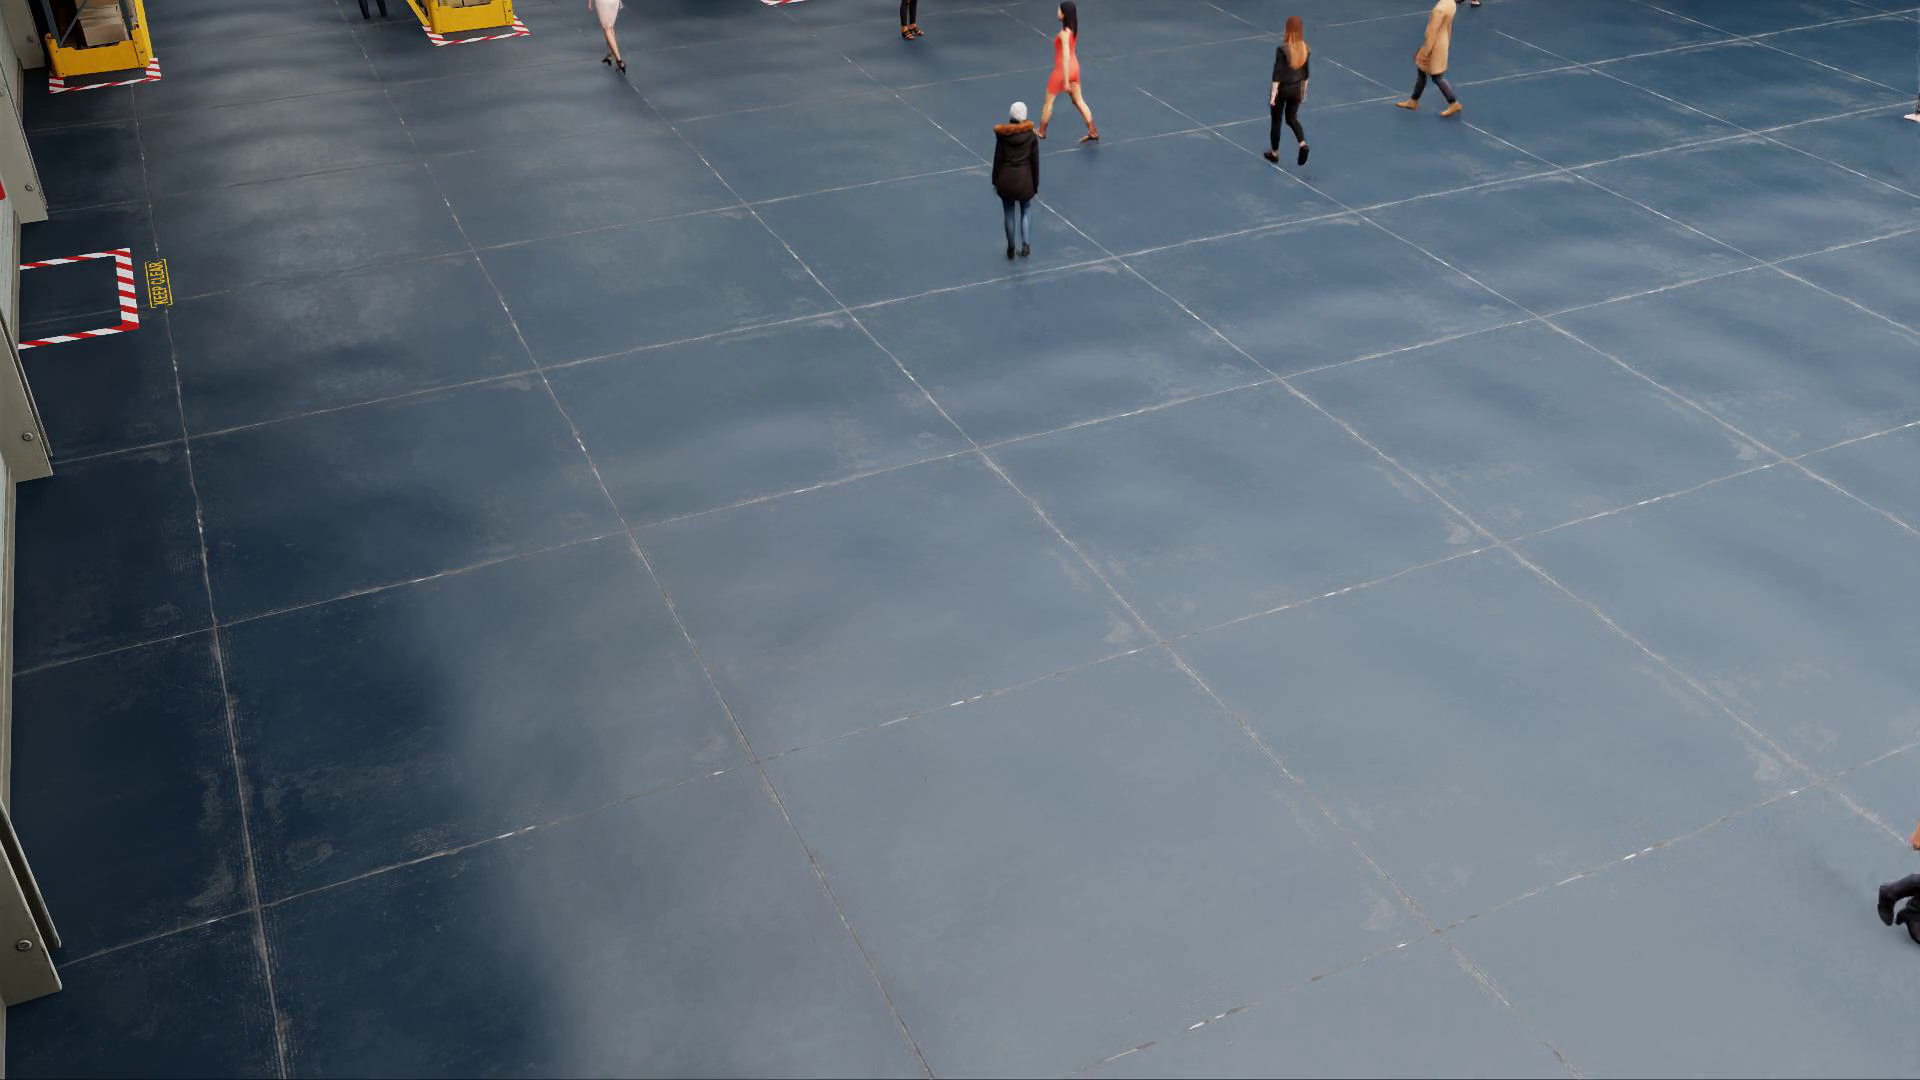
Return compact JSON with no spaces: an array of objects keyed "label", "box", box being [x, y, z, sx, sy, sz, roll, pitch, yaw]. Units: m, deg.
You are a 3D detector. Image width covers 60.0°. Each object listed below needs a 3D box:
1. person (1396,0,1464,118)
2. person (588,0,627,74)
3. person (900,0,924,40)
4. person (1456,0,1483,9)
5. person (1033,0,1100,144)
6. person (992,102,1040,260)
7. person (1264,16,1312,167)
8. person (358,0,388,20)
[{"label":"person","box":[5.945,-6.053,20.482,1.191,1.702,1.041,17,37,24]},{"label":"person","box":[-4.631,-7.044,21.915,0.736,1.801,0.978,-24,40,-32]},{"label":"person","box":[-0.697,-7.956,23.407,0.722,1.703,0.704,20,38,27]},{"label":"person","box":[7.697,-8.847,24.763,0.684,1.719,0.556,-28,42,-36]},{"label":"person","box":[1.341,-5.472,19.613,1.180,1.675,1.056,14,36,20]},{"label":"person","box":[0.558,-3.593,16.765,0.743,1.630,0.773,0,33,0]},{"label":"person","box":[3.794,-5.081,18.994,0.624,1.695,0.922,-13,35,-19]},{"label":"person","box":[-8.706,-8.379,24.348,0.748,1.777,0.586,-16,36,-23]}]
